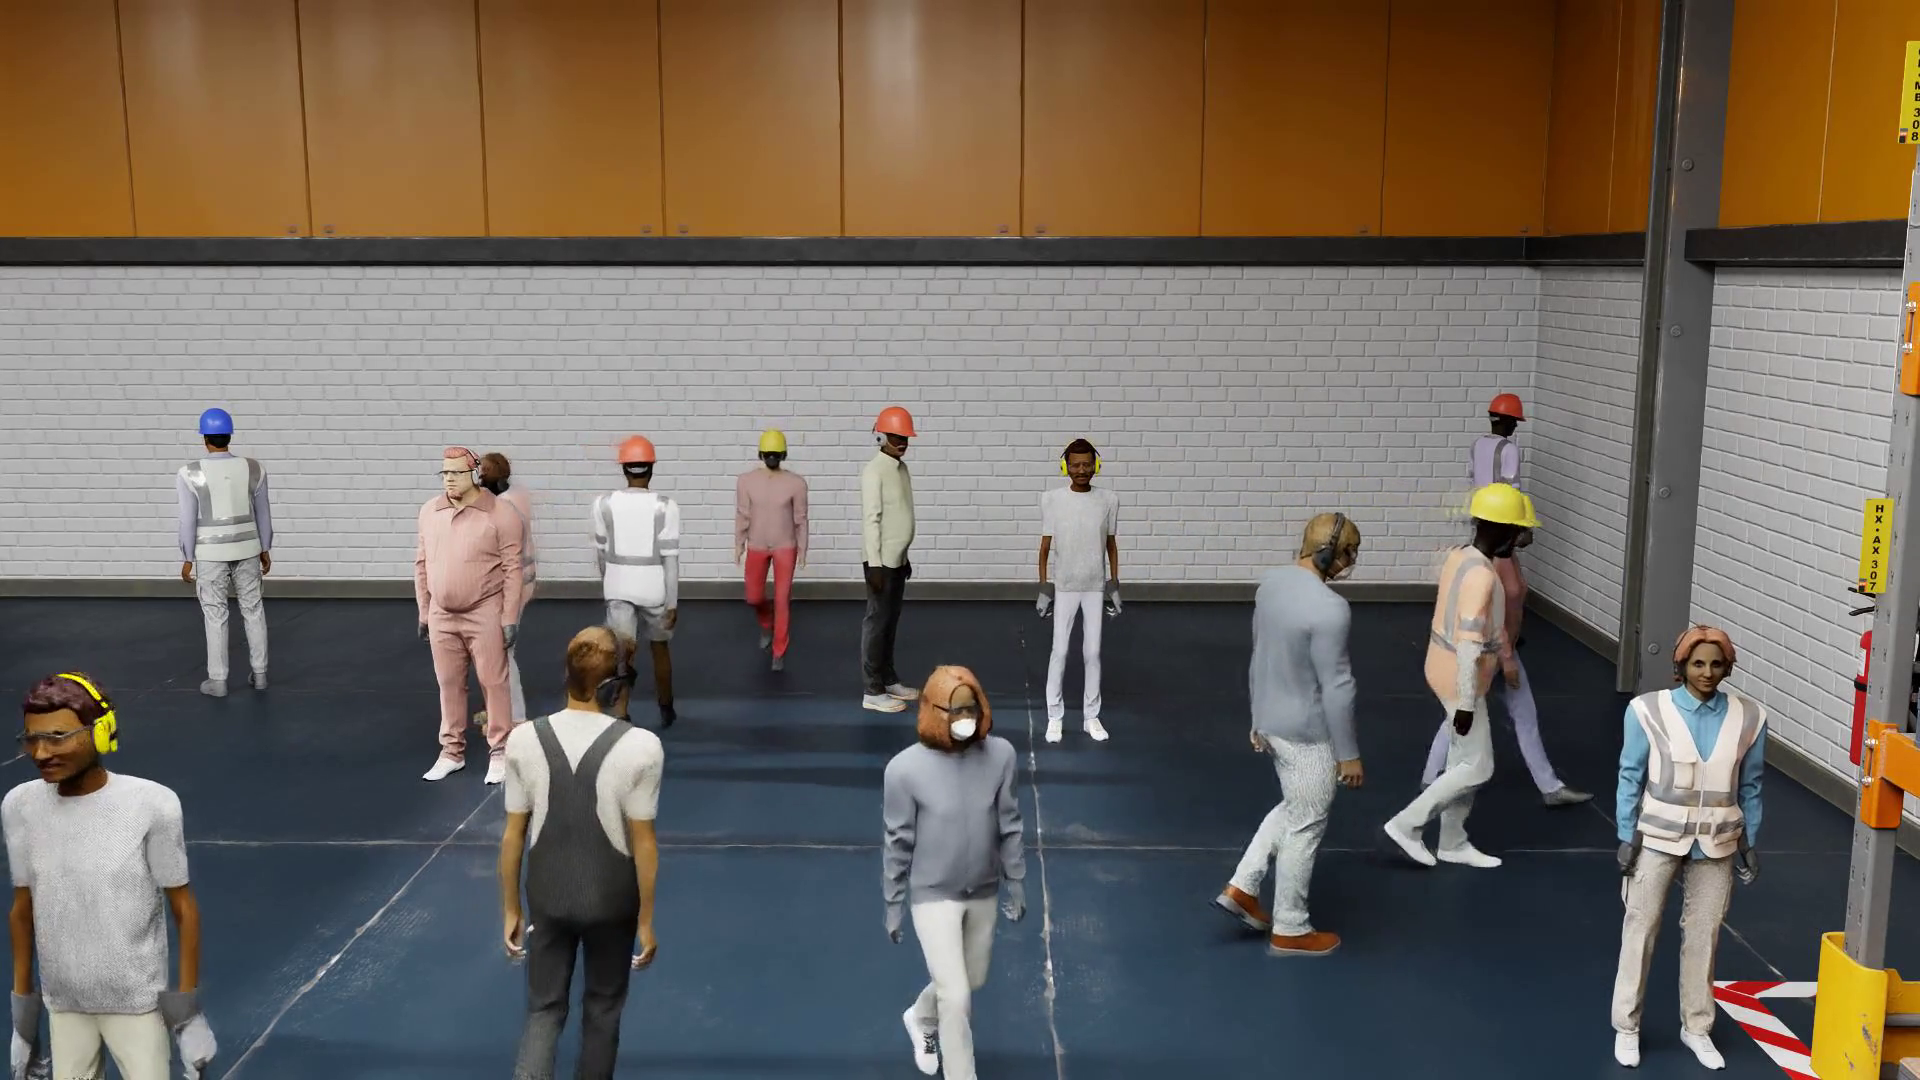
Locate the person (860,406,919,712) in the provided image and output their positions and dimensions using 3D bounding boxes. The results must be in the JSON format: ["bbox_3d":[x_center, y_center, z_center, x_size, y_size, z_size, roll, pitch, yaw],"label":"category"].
[{"bbox_3d":[-0.457,0.115,10.931,0.392,1.991,0.612,3,10,17],"label":"person"}]

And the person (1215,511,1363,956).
[{"bbox_3d":[1.407,0.817,6.973,0.462,1.904,0.672,-2,10,-11],"label":"person"}]

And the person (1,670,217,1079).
[{"bbox_3d":[-2.290,1.258,4.492,0.587,1.861,0.339,1,10,4],"label":"person"}]

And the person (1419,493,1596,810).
[{"bbox_3d":[2.883,0.613,8.790,0.918,1.719,0.531,7,12,34],"label":"person"}]

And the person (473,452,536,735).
[{"bbox_3d":[-2.858,0.351,10.125,0.534,1.797,0.677,-1,10,-8],"label":"person"}]

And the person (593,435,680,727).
[{"bbox_3d":[-1.961,0.310,10.112,0.534,1.894,0.964,0,9,-2],"label":"person"}]

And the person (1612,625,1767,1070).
[{"bbox_3d":[2.632,1.108,6.031,0.514,1.642,0.314,1,10,6],"label":"person"}]

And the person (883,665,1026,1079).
[{"bbox_3d":[-0.039,1.187,5.661,0.507,1.603,0.756,-5,11,-29],"label":"person"}]

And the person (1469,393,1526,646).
[{"bbox_3d":[4.124,-0.157,12.750,0.366,1.930,0.542,-3,10,-19],"label":"person"}]

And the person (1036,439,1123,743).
[{"bbox_3d":[0.733,0.307,10.146,0.539,1.869,0.313,-1,10,-8],"label":"person"}]

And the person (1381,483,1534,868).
[{"bbox_3d":[2.390,0.665,7.901,0.553,1.903,0.627,1,10,9],"label":"person"}]

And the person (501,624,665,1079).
[{"bbox_3d":[-1.173,1.174,5.143,0.516,1.817,0.694,0,9,2],"label":"person"}]

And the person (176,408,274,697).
[{"bbox_3d":[-4.966,0.081,11.263,0.615,1.947,0.388,-9,13,-43],"label":"person"}]

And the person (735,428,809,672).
[{"bbox_3d":[-1.349,0.048,12.027,0.546,1.750,0.507,0,9,3],"label":"person"}]

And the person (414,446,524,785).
[{"bbox_3d":[-2.770,0.423,9.344,0.640,1.909,0.409,2,10,11],"label":"person"}]
